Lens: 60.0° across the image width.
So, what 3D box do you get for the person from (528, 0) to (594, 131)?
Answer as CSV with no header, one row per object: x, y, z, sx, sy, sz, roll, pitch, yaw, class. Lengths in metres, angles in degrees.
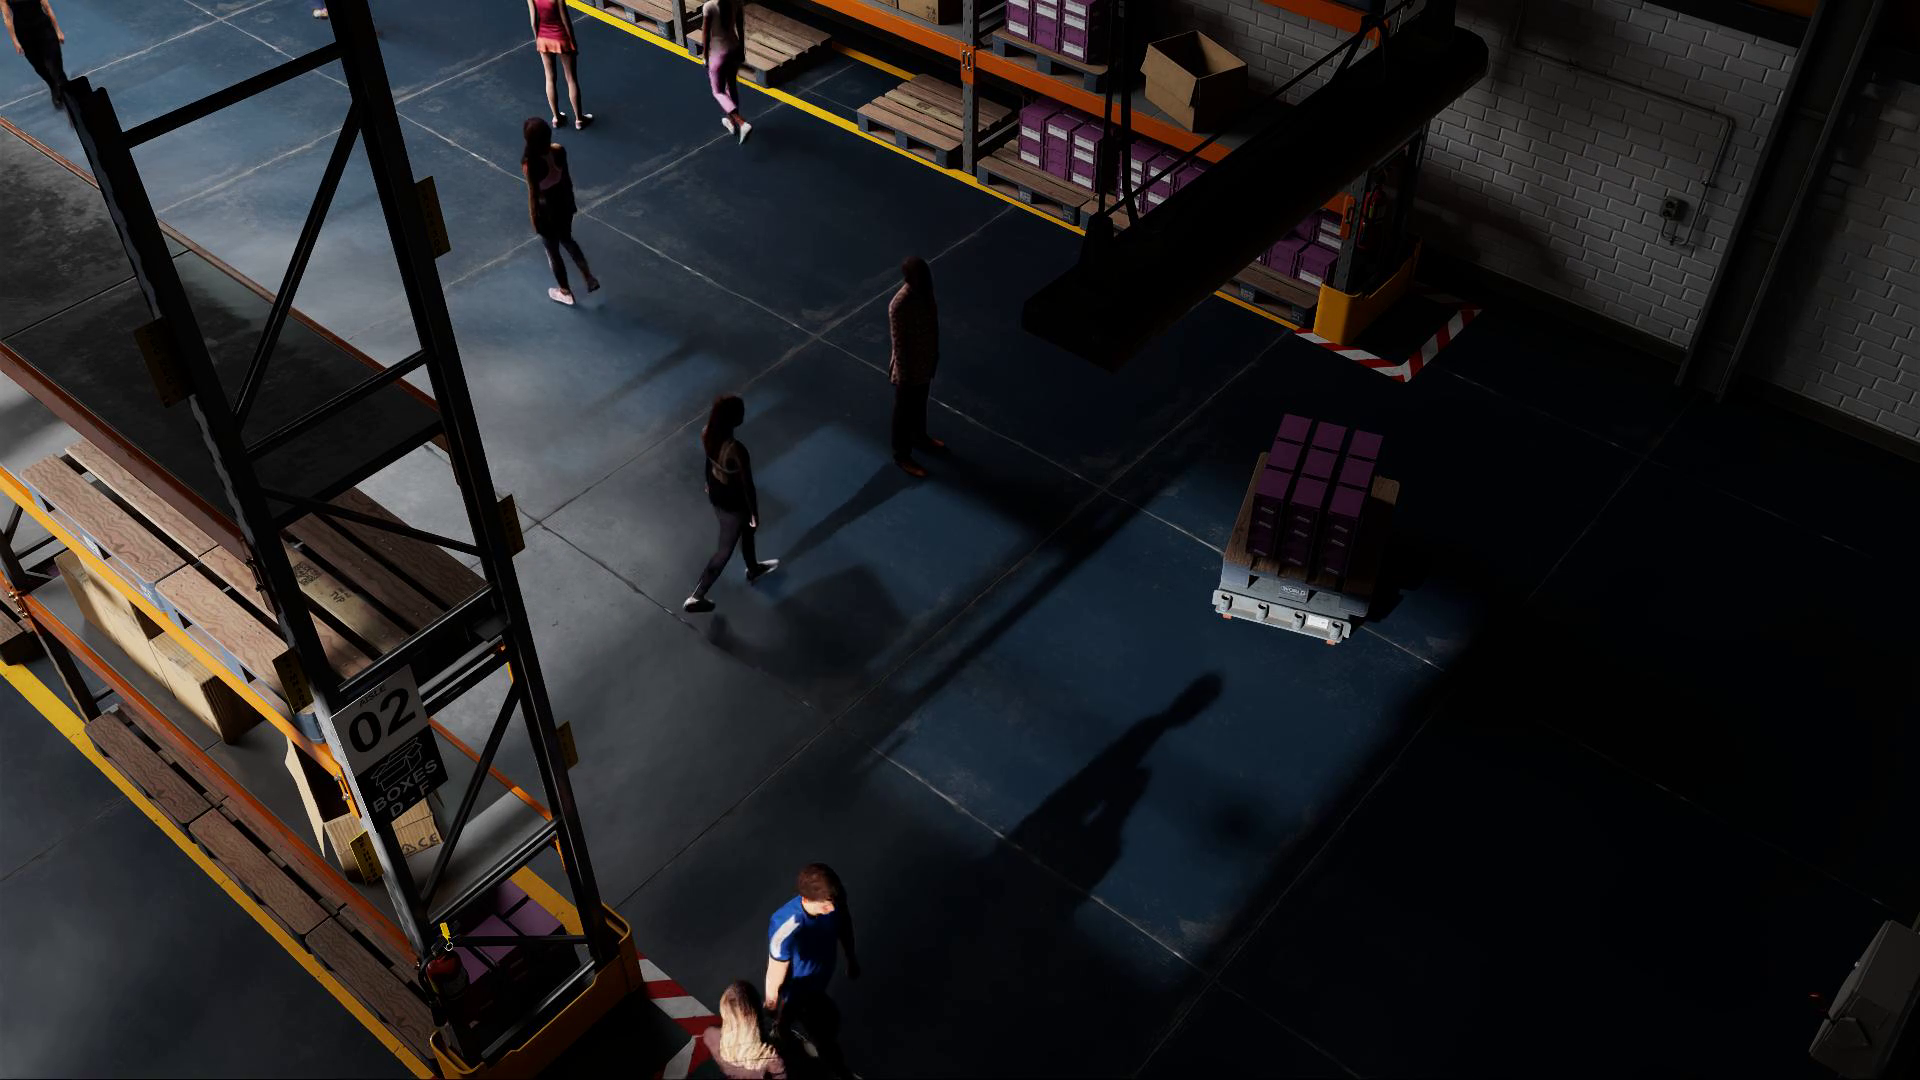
-3.891,-4.791,15.989,0.643,1.757,0.725,7,44,7,person

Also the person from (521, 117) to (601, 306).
-3.300,-2.685,13.780,0.745,1.754,0.601,28,50,26,person

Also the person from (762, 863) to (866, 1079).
-0.863,2.197,8.610,1.107,1.818,0.821,20,47,20,person

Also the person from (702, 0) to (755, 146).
-2.195,-4.549,15.760,0.730,1.722,1.014,-27,50,-25,person

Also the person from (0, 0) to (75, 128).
-9.008,-4.932,16.209,0.901,1.658,1.127,-17,46,-17,person

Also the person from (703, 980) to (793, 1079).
-1.024,2.825,8.065,0.905,1.659,0.899,16,46,16,person

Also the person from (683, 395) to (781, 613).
-1.531,-0.287,11.291,0.870,1.715,1.059,-30,51,-27,person

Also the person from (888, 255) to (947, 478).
-0.351,-1.330,12.319,0.677,1.808,0.738,19,47,19,person
